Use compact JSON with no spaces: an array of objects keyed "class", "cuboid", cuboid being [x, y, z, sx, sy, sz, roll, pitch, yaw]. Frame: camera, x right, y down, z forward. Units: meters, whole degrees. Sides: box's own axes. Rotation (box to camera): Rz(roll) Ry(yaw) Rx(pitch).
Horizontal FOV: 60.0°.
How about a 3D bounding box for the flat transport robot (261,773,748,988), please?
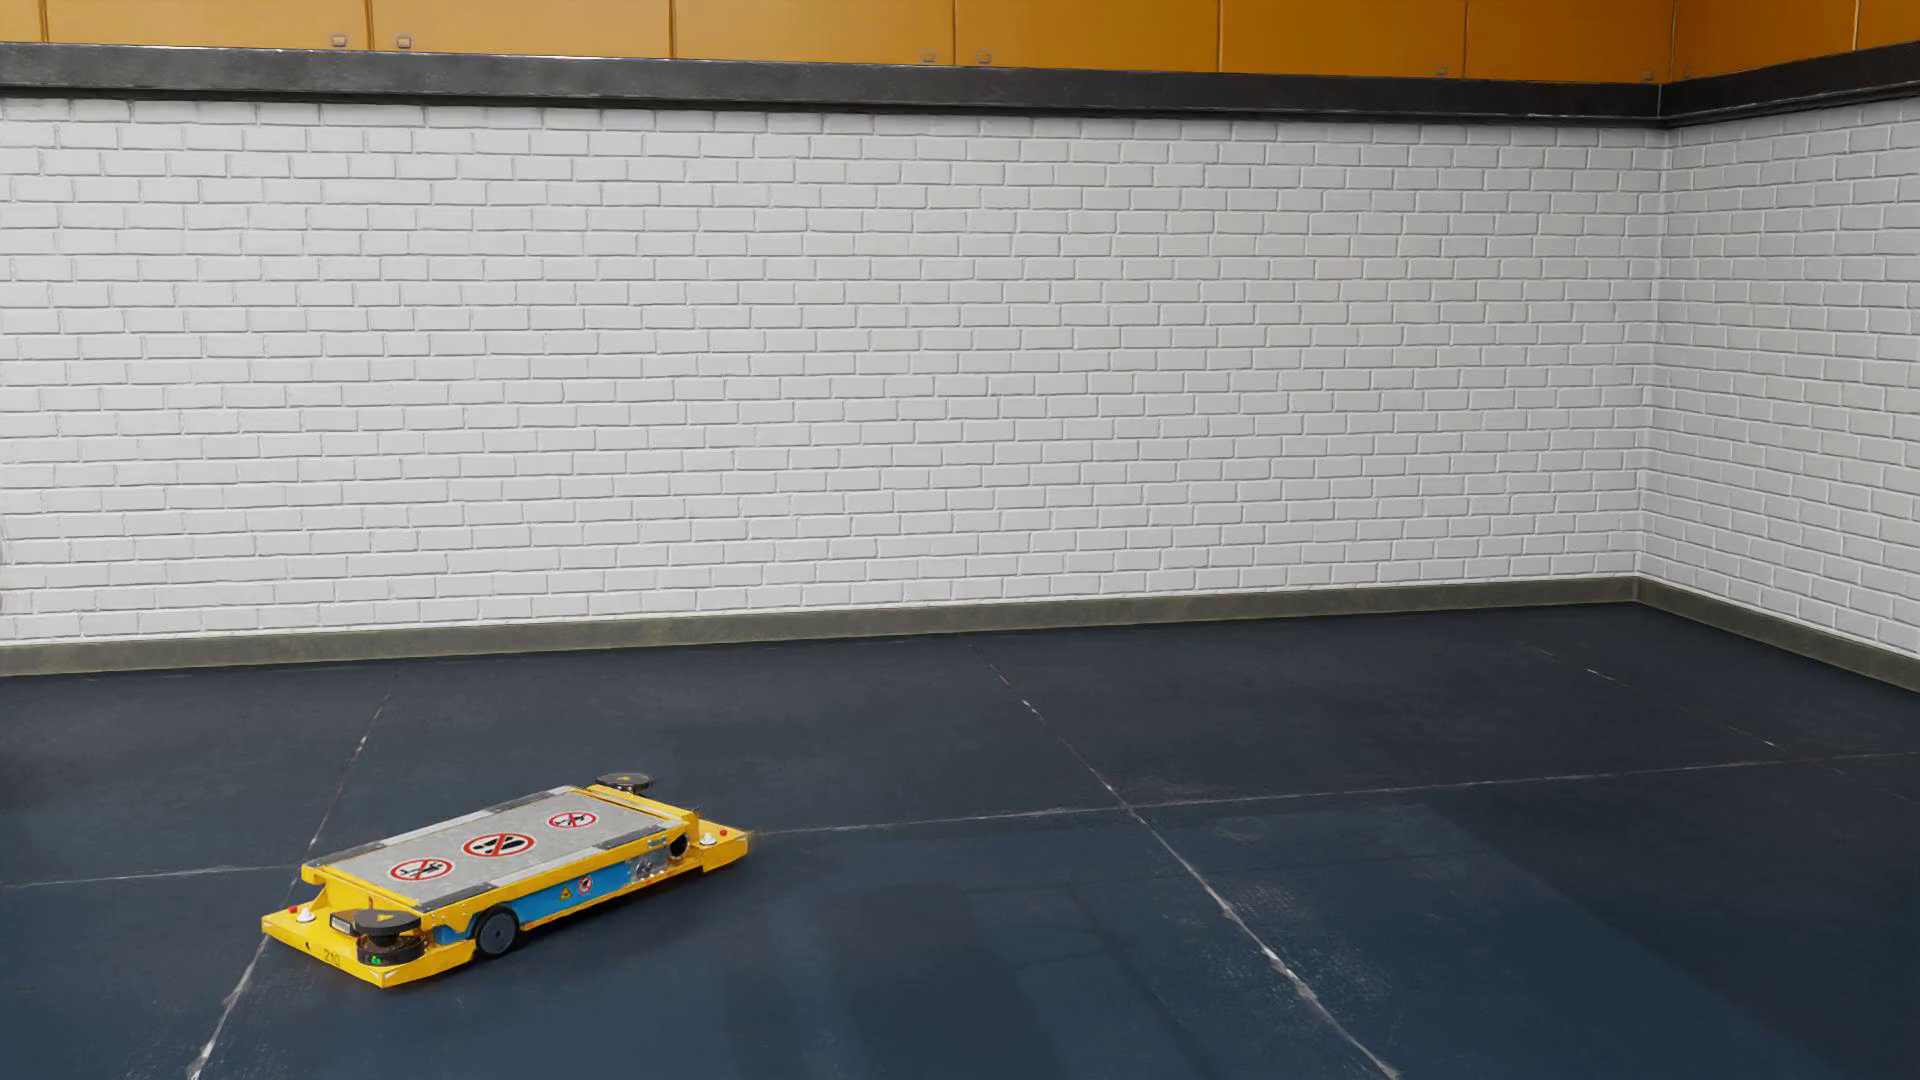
[{"class":"flat transport robot","cuboid":[-1.432,1.058,5.409,0.652,0.197,1.431,7,12,38]}]
